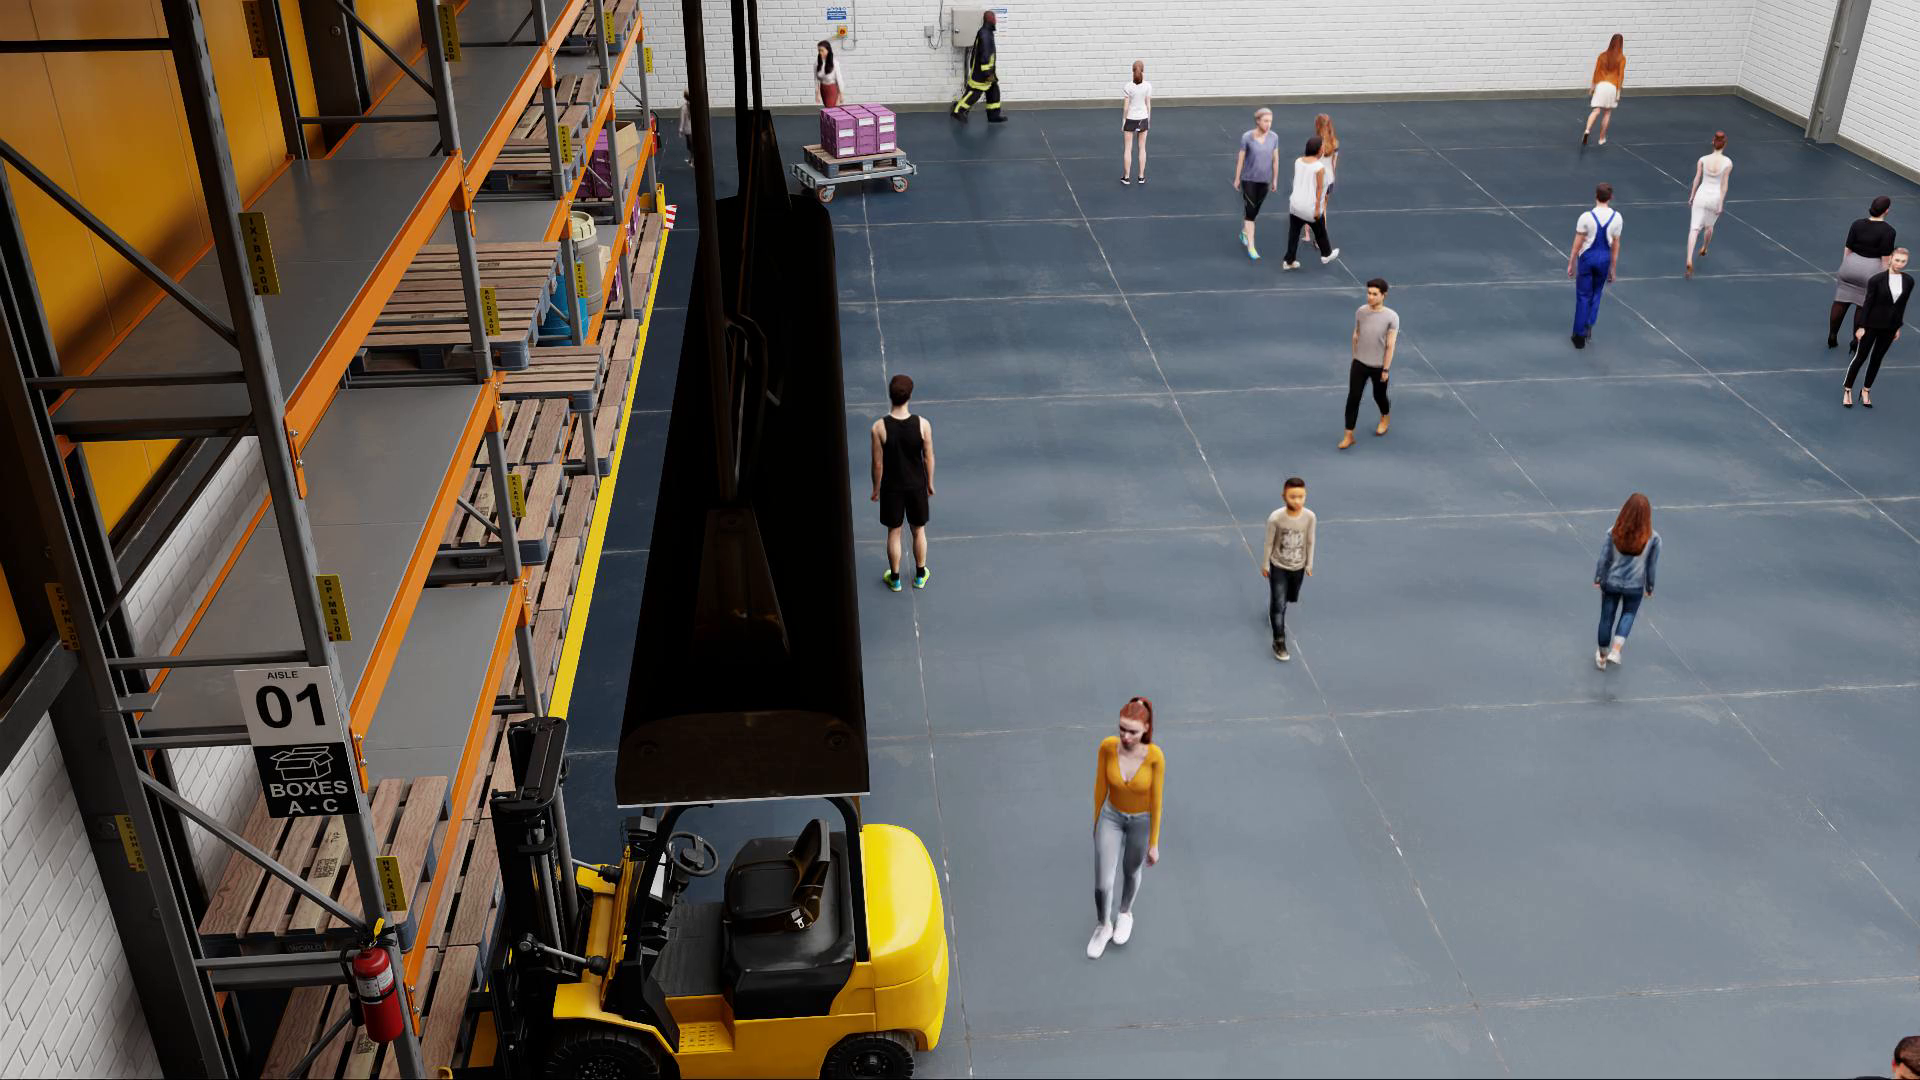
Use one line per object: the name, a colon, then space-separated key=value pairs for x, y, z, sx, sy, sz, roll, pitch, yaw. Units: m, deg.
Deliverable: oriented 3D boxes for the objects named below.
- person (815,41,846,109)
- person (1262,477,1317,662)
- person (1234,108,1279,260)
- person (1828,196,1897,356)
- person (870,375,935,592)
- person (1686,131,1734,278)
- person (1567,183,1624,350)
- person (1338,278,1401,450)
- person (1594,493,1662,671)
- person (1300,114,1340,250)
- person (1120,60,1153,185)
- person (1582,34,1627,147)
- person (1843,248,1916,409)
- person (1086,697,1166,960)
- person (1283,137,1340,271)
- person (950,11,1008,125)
person: x=-1.941 y=-6.717 z=25.311 sx=1.048 sy=1.699 sz=1.167 roll=17 pitch=33 yaw=28
person: x=2.533 y=0.167 z=12.955 sx=0.560 sy=1.447 sz=0.904 roll=-3 pitch=29 yaw=-6
person: x=3.755 y=-4.574 z=21.243 sx=0.746 sy=1.833 sz=1.244 roll=-4 pitch=29 yaw=-7
person: x=9.922 y=-2.919 z=18.286 sx=0.833 sy=1.760 sz=0.737 roll=-20 pitch=34 yaw=-32
person: x=-0.464 y=-0.453 z=13.627 sx=0.686 sy=1.892 sz=0.578 roll=-4 pitch=29 yaw=-7
person: x=9.145 y=-4.082 z=20.444 sx=1.045 sy=1.735 sz=1.174 roll=18 pitch=33 yaw=29
person: x=6.998 y=-2.999 z=18.348 sx=0.723 sy=1.840 sz=0.745 roll=4 pitch=29 yaw=8
person: x=4.054 y=-1.747 z=16.205 sx=1.012 sy=1.694 sz=1.138 roll=17 pitch=33 yaw=29
person: x=5.013 y=0.359 z=12.581 sx=0.676 sy=1.467 sz=0.691 roll=11 pitch=30 yaw=19
person: x=4.639 y=-4.573 z=21.366 sx=0.612 sy=1.712 sz=0.607 roll=-1 pitch=29 yaw=-2
person: x=2.539 y=-6.022 z=23.981 sx=0.560 sy=1.752 sz=0.561 roll=-4 pitch=29 yaw=-7
person: x=9.942 y=-6.910 z=25.660 sx=0.976 sy=1.703 sz=1.067 roll=19 pitch=34 yaw=31
person: x=9.372 y=-2.161 z=16.954 sx=0.639 sy=1.704 sz=0.551 roll=1 pitch=29 yaw=2
person: x=1.028 y=1.653 z=9.929 sx=0.700 sy=1.735 sz=0.787 roll=7 pitch=29 yaw=13
person: x=4.268 y=-4.147 z=20.645 sx=1.034 sy=1.656 sz=1.084 roll=-18 pitch=34 yaw=-30
person: x=0.282 y=-7.602 z=26.844 sx=0.973 sy=1.785 sz=1.181 roll=4 pitch=29 yaw=7
